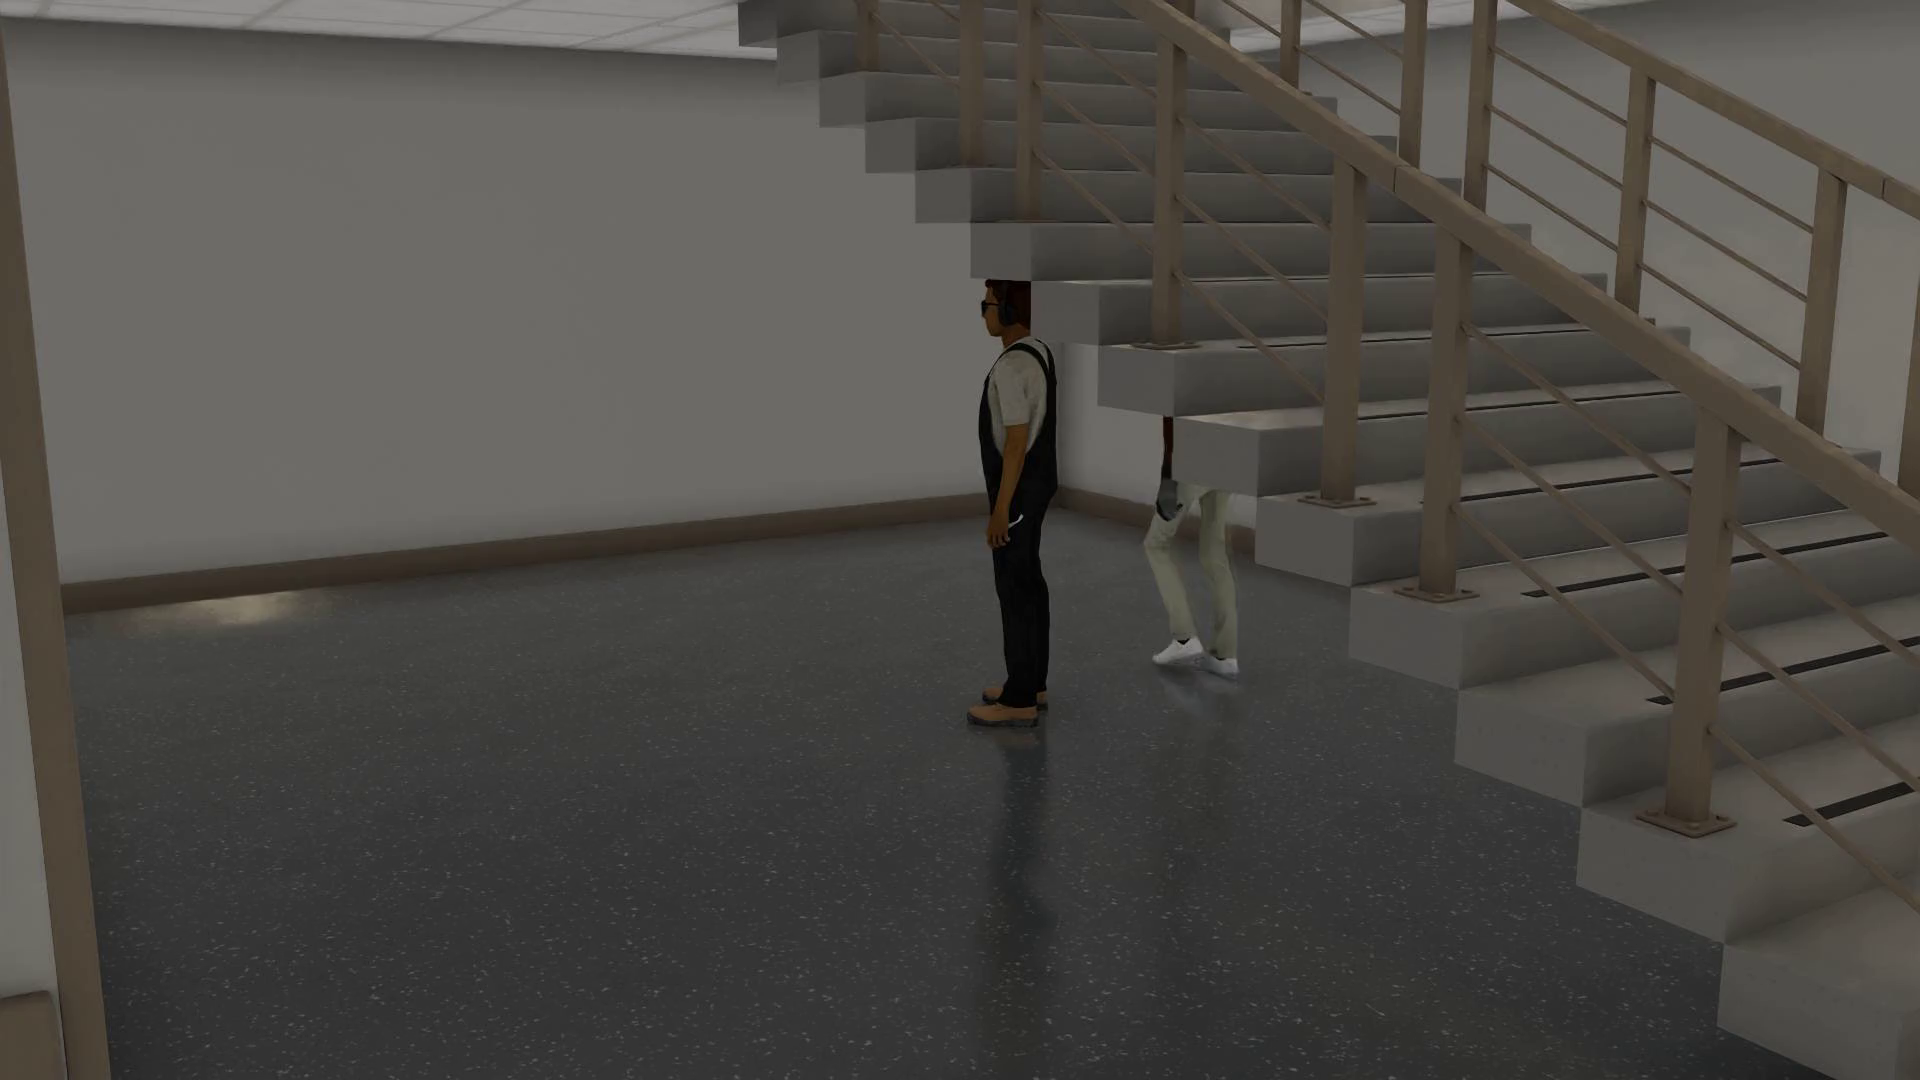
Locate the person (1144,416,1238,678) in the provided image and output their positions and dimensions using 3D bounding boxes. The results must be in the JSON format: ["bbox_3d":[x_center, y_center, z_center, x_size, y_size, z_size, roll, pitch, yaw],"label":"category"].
[{"bbox_3d":[1.041,-0.294,7.419,0.606,1.839,0.537,-9,14,-38],"label":"person"}]

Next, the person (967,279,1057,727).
[{"bbox_3d":[0.217,-0.166,6.723,0.336,1.845,0.513,3,11,15],"label":"person"}]
